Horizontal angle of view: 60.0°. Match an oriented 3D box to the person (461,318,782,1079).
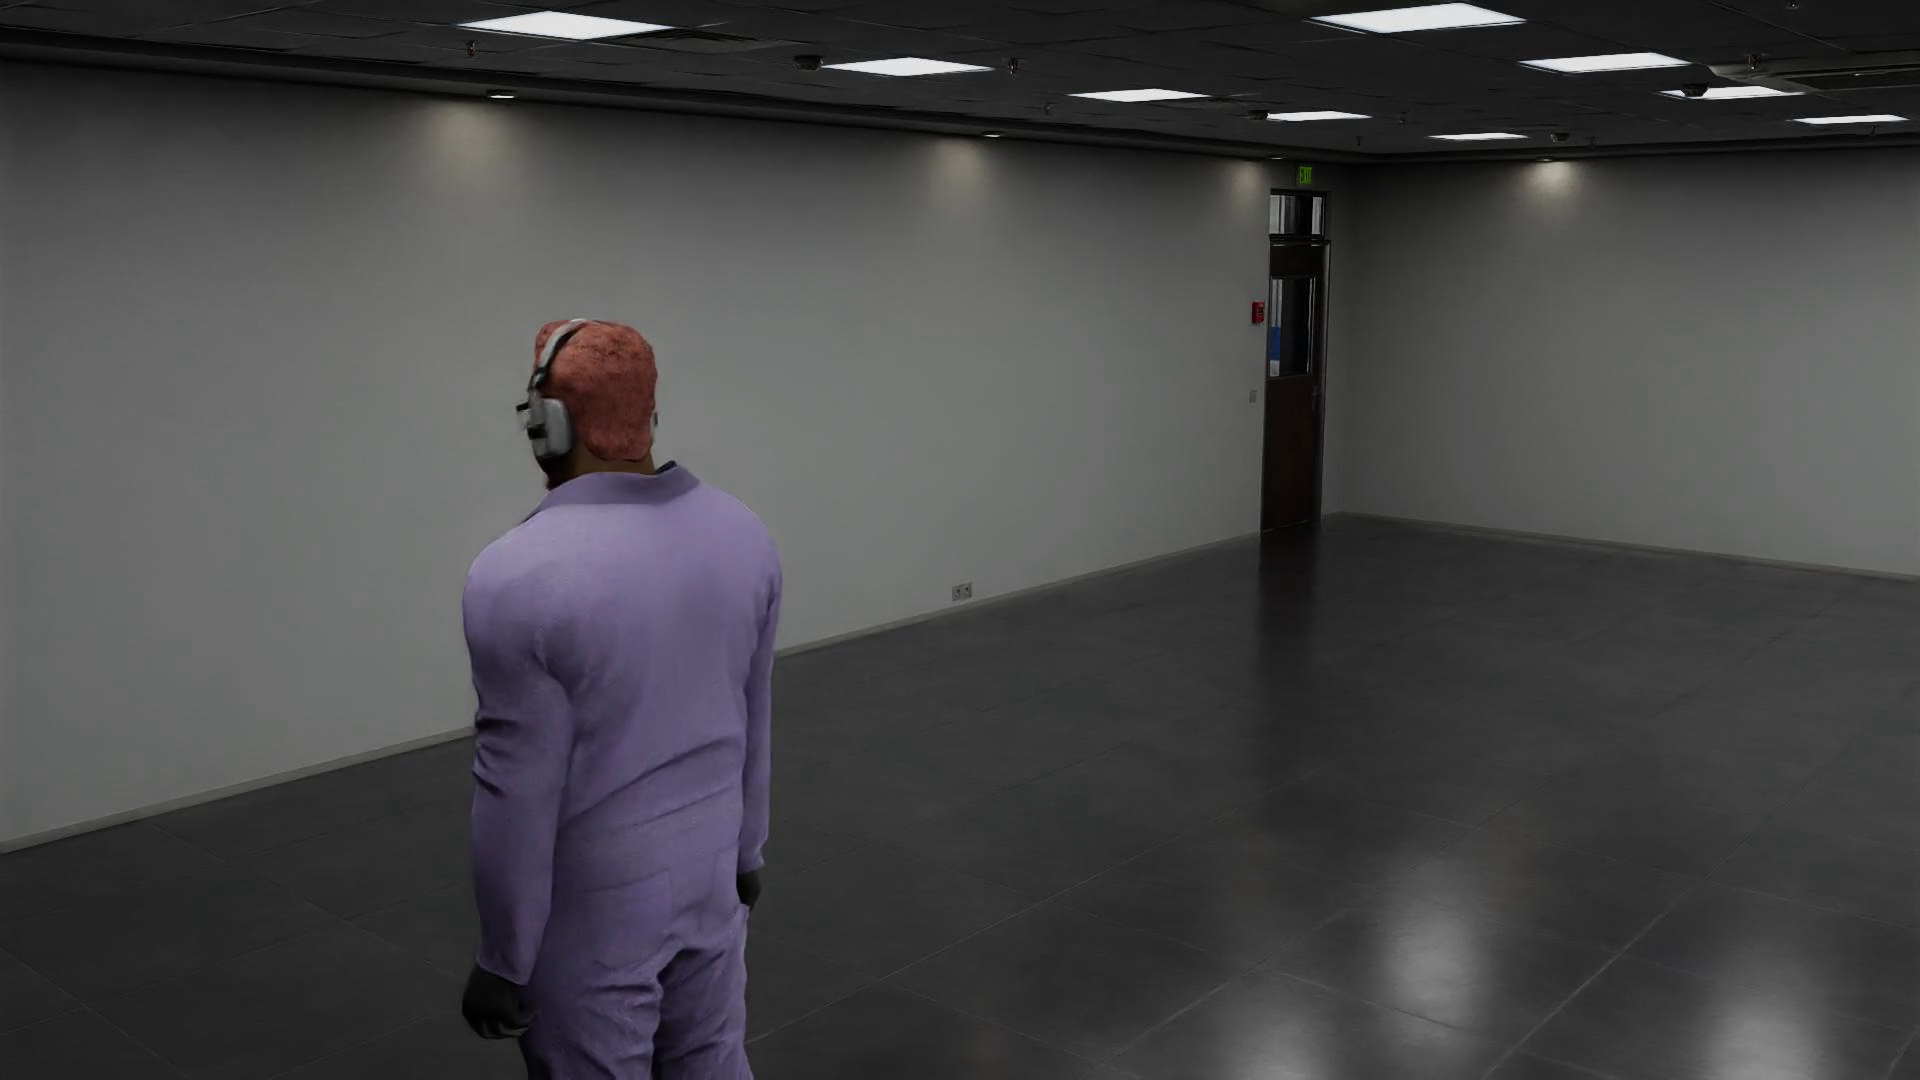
[{"bbox_3d":[-0.584,0.583,2.819,0.402,1.904,0.652,7,12,33],"label":"person"}]
